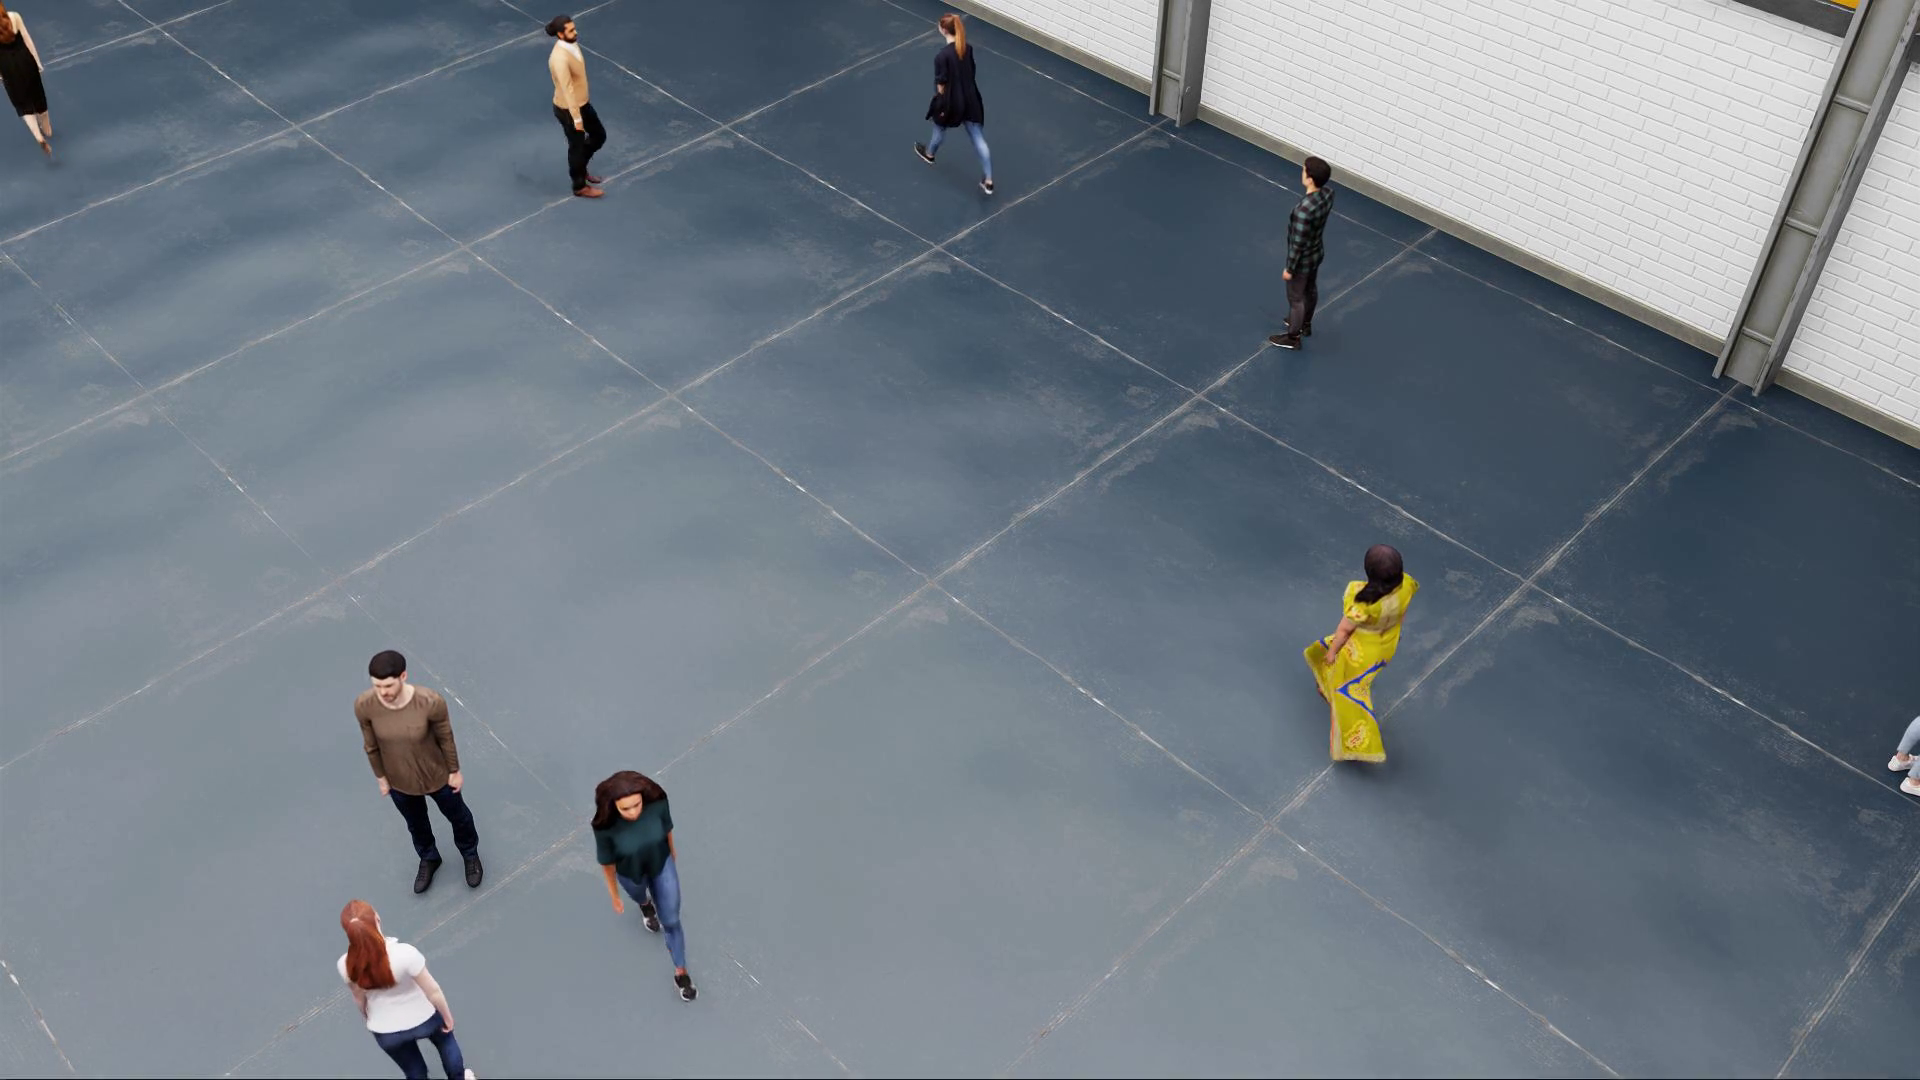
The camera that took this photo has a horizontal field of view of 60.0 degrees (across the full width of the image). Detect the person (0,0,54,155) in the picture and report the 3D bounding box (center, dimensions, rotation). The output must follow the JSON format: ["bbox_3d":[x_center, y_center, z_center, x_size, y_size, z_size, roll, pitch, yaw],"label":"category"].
[{"bbox_3d":[-8.825,-4.393,15.596,0.707,1.602,1.020,-23,48,-23],"label":"person"}]

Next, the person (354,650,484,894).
[{"bbox_3d":[-3.061,1.295,9.417,0.743,1.888,0.781,-4,44,-4],"label":"person"}]

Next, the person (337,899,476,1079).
[{"bbox_3d":[-2.754,2.468,8.321,0.737,1.701,0.806,-4,44,-4],"label":"person"}]

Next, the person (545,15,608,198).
[{"bbox_3d":[-3.547,-3.889,14.966,0.830,1.741,0.789,6,44,6],"label":"person"}]

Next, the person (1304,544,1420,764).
[{"bbox_3d":[2.529,0.706,10.221,0.940,1.633,1.273,-22,48,-22],"label":"person"}]

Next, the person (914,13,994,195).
[{"bbox_3d":[0.037,-3.880,15.060,0.735,1.598,1.251,-26,49,-25],"label":"person"}]

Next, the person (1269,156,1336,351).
[{"bbox_3d":[2.779,-2.308,13.322,0.566,1.715,0.695,28,50,27],"label":"person"}]

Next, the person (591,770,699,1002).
[{"bbox_3d":[-1.776,1.745,9.170,0.852,1.578,1.141,-17,46,-18],"label":"person"}]
